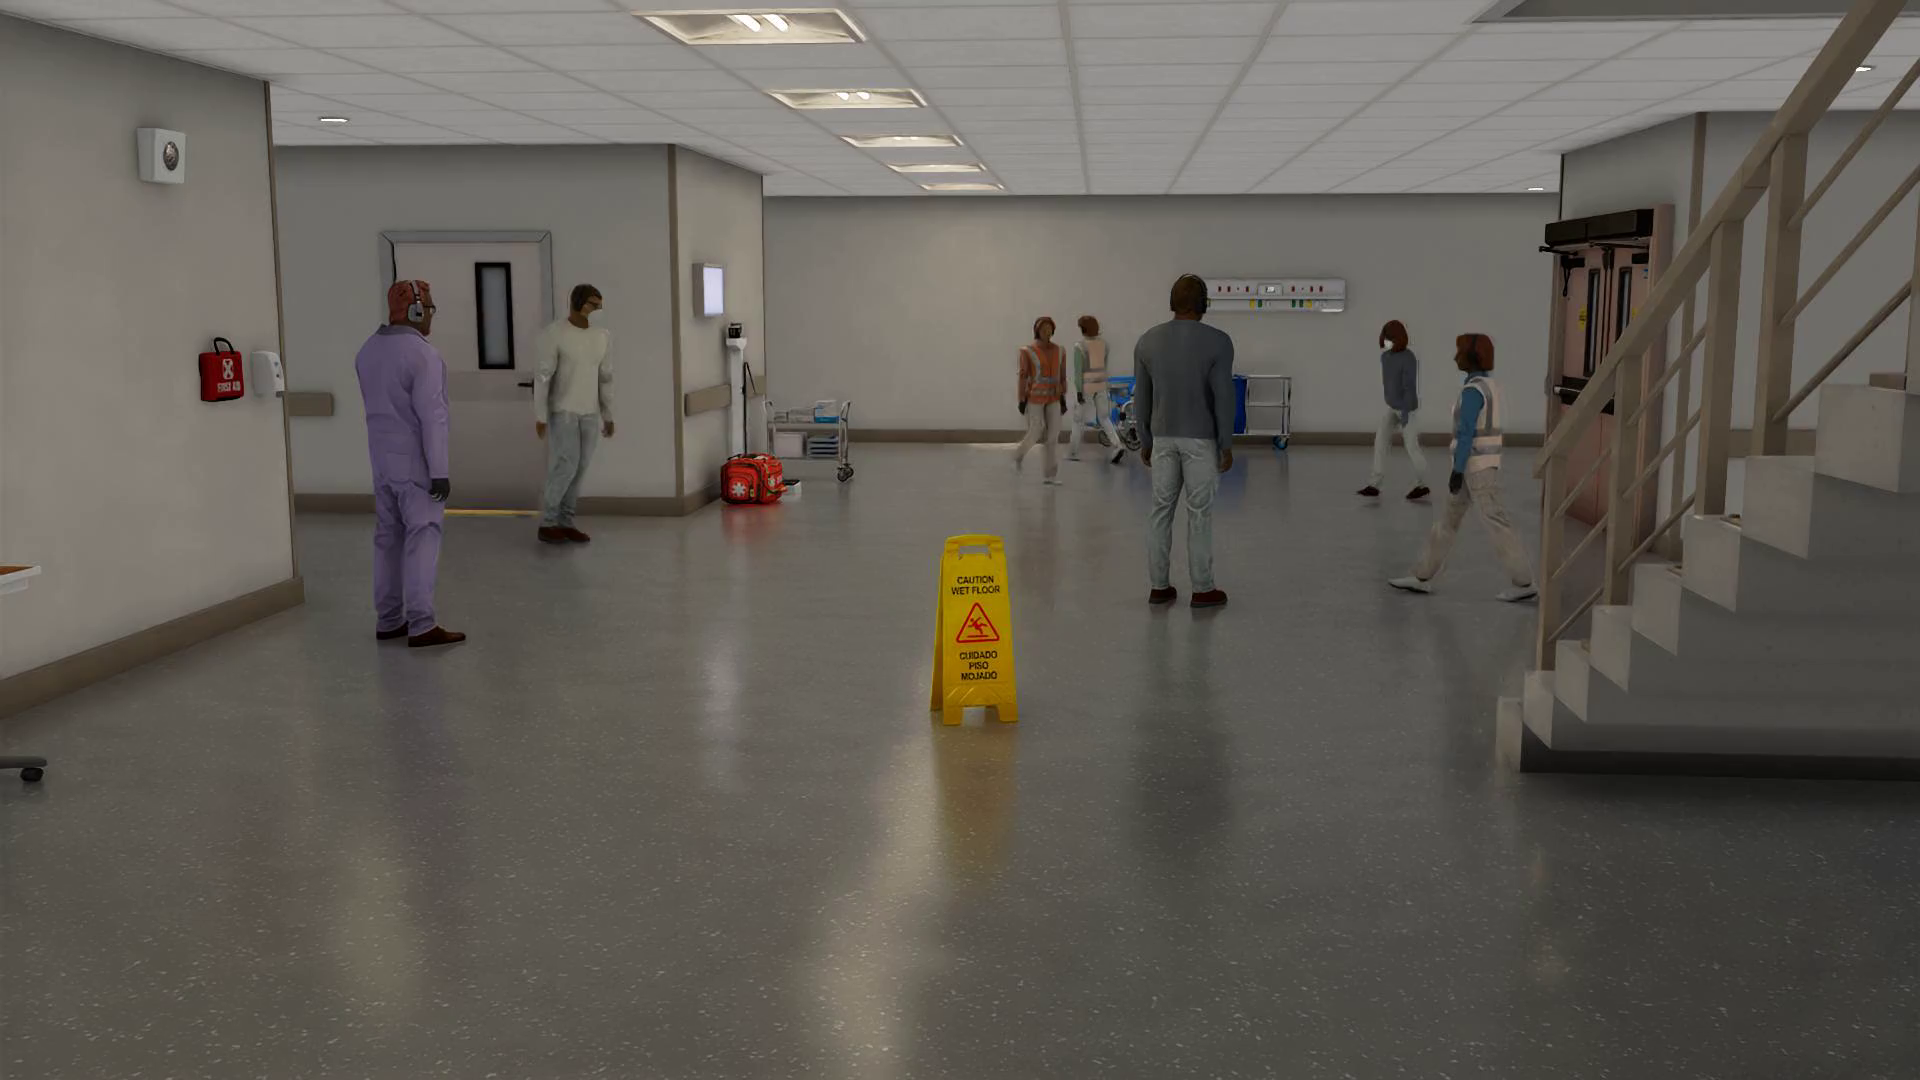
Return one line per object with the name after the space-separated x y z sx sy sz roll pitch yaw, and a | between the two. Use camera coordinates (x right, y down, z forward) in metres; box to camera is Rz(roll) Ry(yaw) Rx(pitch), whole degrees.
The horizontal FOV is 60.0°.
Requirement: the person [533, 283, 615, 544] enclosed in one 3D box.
-2.817 -0.910 12.122 0.516 1.908 0.649 6 10 33 | person

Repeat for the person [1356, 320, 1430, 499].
3.852 -1.137 14.678 0.804 1.594 0.521 -4 9 -23 | person

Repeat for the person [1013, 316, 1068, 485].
0.763 -1.340 15.998 0.518 1.621 0.551 -5 10 -30 | person

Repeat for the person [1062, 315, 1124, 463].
1.468 -1.633 18.053 0.515 1.606 0.808 -6 10 -34 | person

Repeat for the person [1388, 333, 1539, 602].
3.046 -0.431 9.892 0.888 1.592 0.531 3 9 22 | person

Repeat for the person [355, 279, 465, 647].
-2.847 -0.398 8.669 0.650 1.900 0.398 7 11 38 | person

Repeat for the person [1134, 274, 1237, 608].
1.314 -0.571 9.695 0.631 1.939 0.370 5 10 32 | person
